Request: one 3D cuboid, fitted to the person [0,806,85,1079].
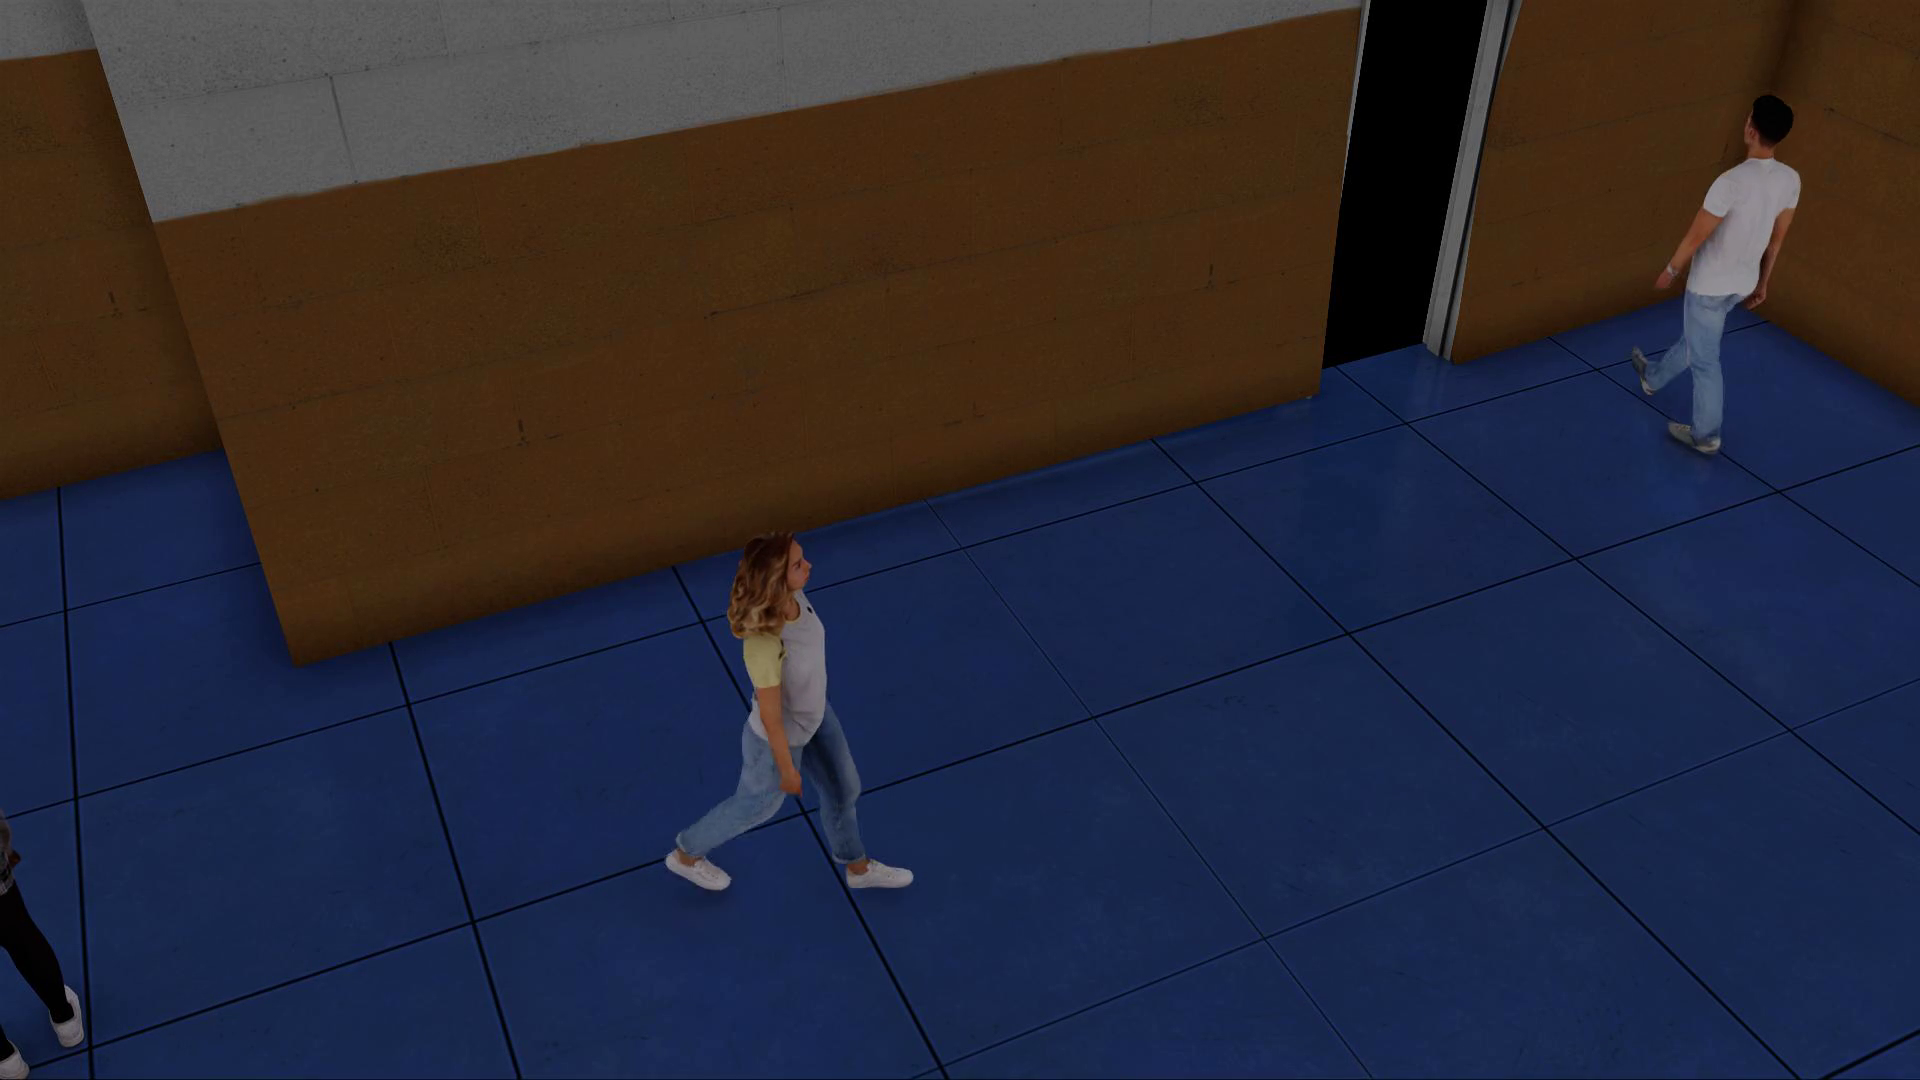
[{"bbox_3d":[-3.237,1.071,5.295,0.659,1.772,0.683,30,46,34],"label":"person"}]

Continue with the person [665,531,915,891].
[{"bbox_3d":[-0.718,0.684,5.872,1.076,1.683,1.193,3,37,3],"label":"person"}]

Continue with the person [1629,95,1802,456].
[{"bbox_3d":[3.887,-1.264,8.365,0.710,1.822,1.091,-14,39,-18],"label":"person"}]
